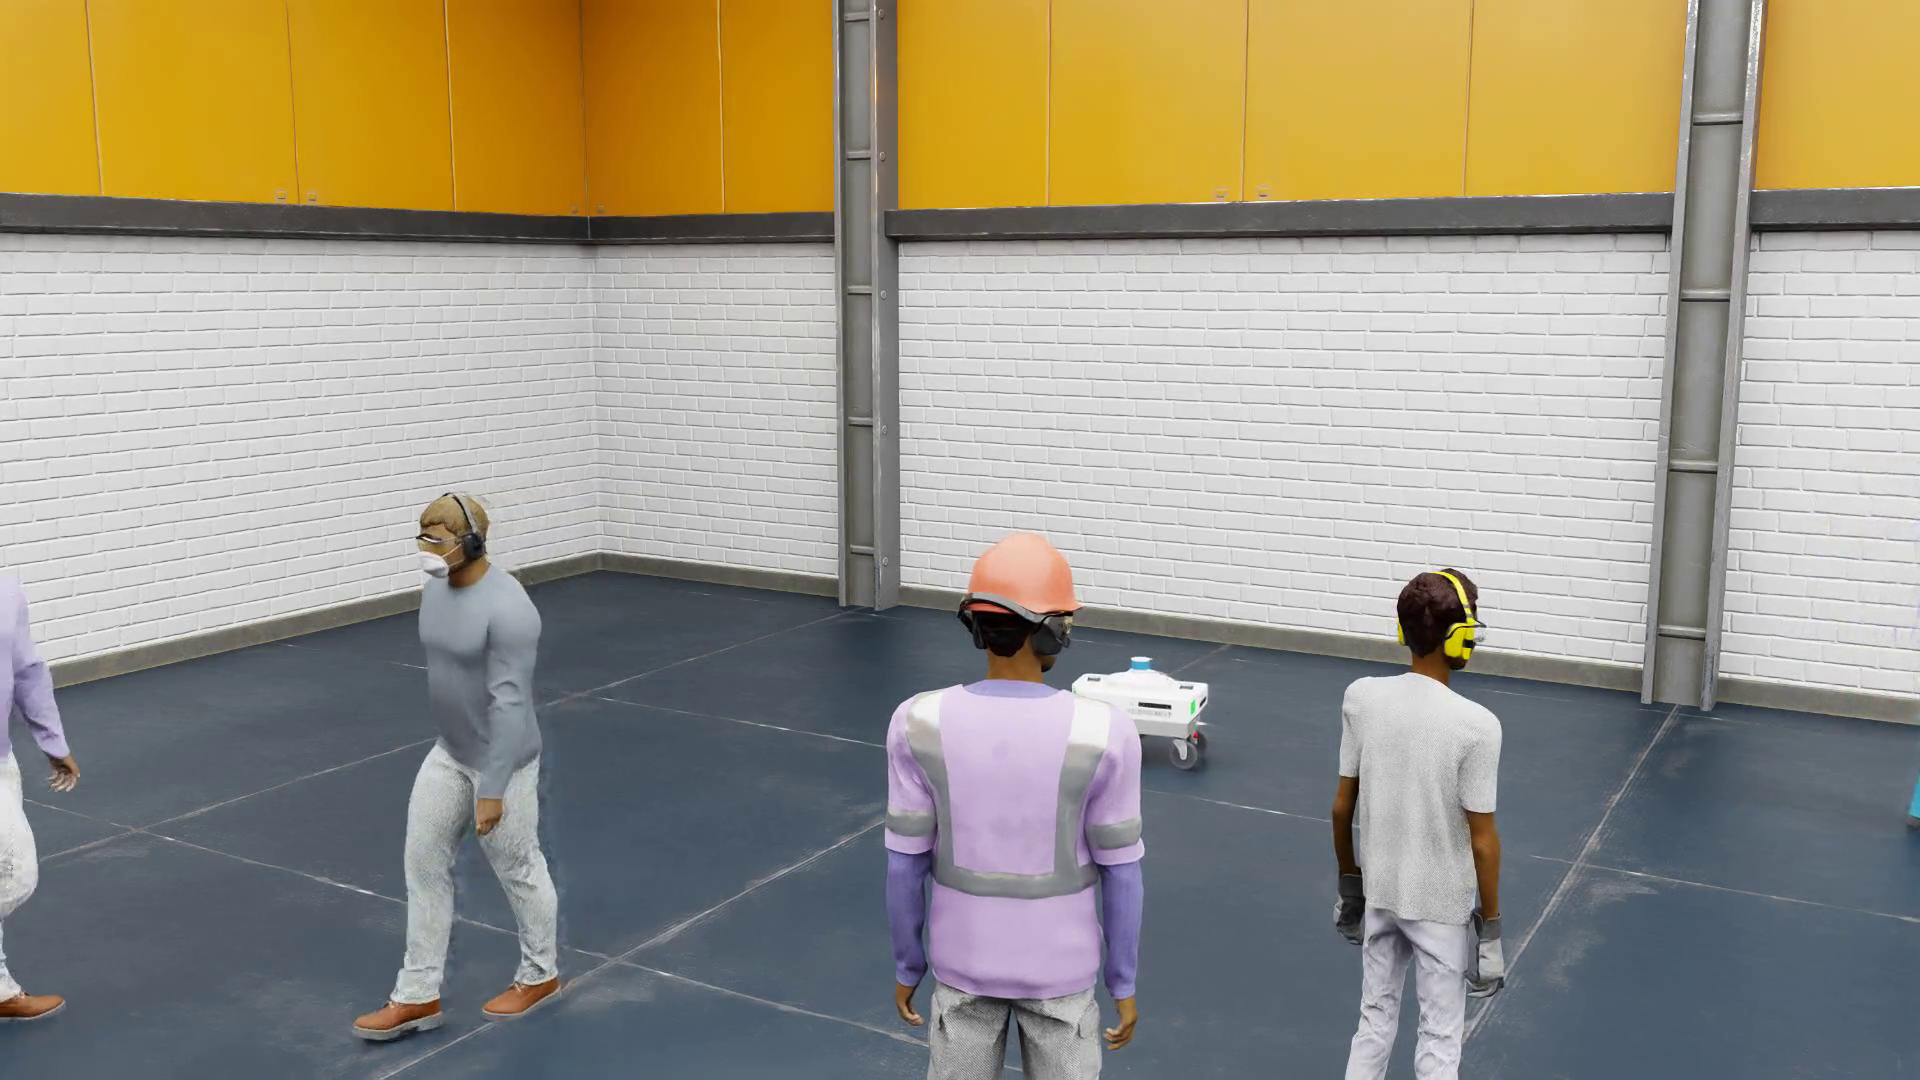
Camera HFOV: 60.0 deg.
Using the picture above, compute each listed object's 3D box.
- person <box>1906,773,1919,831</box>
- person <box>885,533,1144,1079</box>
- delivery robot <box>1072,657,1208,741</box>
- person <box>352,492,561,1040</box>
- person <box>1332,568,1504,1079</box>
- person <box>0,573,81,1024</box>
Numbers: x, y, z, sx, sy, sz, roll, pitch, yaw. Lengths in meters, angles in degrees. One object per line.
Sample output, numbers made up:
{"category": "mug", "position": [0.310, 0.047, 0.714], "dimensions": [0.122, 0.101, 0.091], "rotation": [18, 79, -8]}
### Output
{"category": "person", "position": [4.798, 0.535, 7.588], "dimensions": [0.799, 1.816, 0.573], "rotation": [7, 11, 37]}
{"category": "person", "position": [0.133, 0.998, 3.991], "dimensions": [0.611, 2.040, 0.393], "rotation": [2, 9, 12]}
{"category": "delivery robot", "position": [0.981, 0.881, 9.056], "dimensions": [0.707, 0.478, 0.477], "rotation": [3, 10, 20]}
{"category": "person", "position": [-1.731, 0.792, 5.681], "dimensions": [0.647, 1.905, 0.861], "rotation": [8, 12, 41]}
{"category": "person", "position": [1.243, 1.004, 4.514], "dimensions": [0.309, 1.861, 0.535], "rotation": [-7, 12, -39]}
{"category": "person", "position": [-3.345, 0.788, 5.692], "dimensions": [0.490, 1.923, 0.605], "rotation": [-2, 9, -11]}
